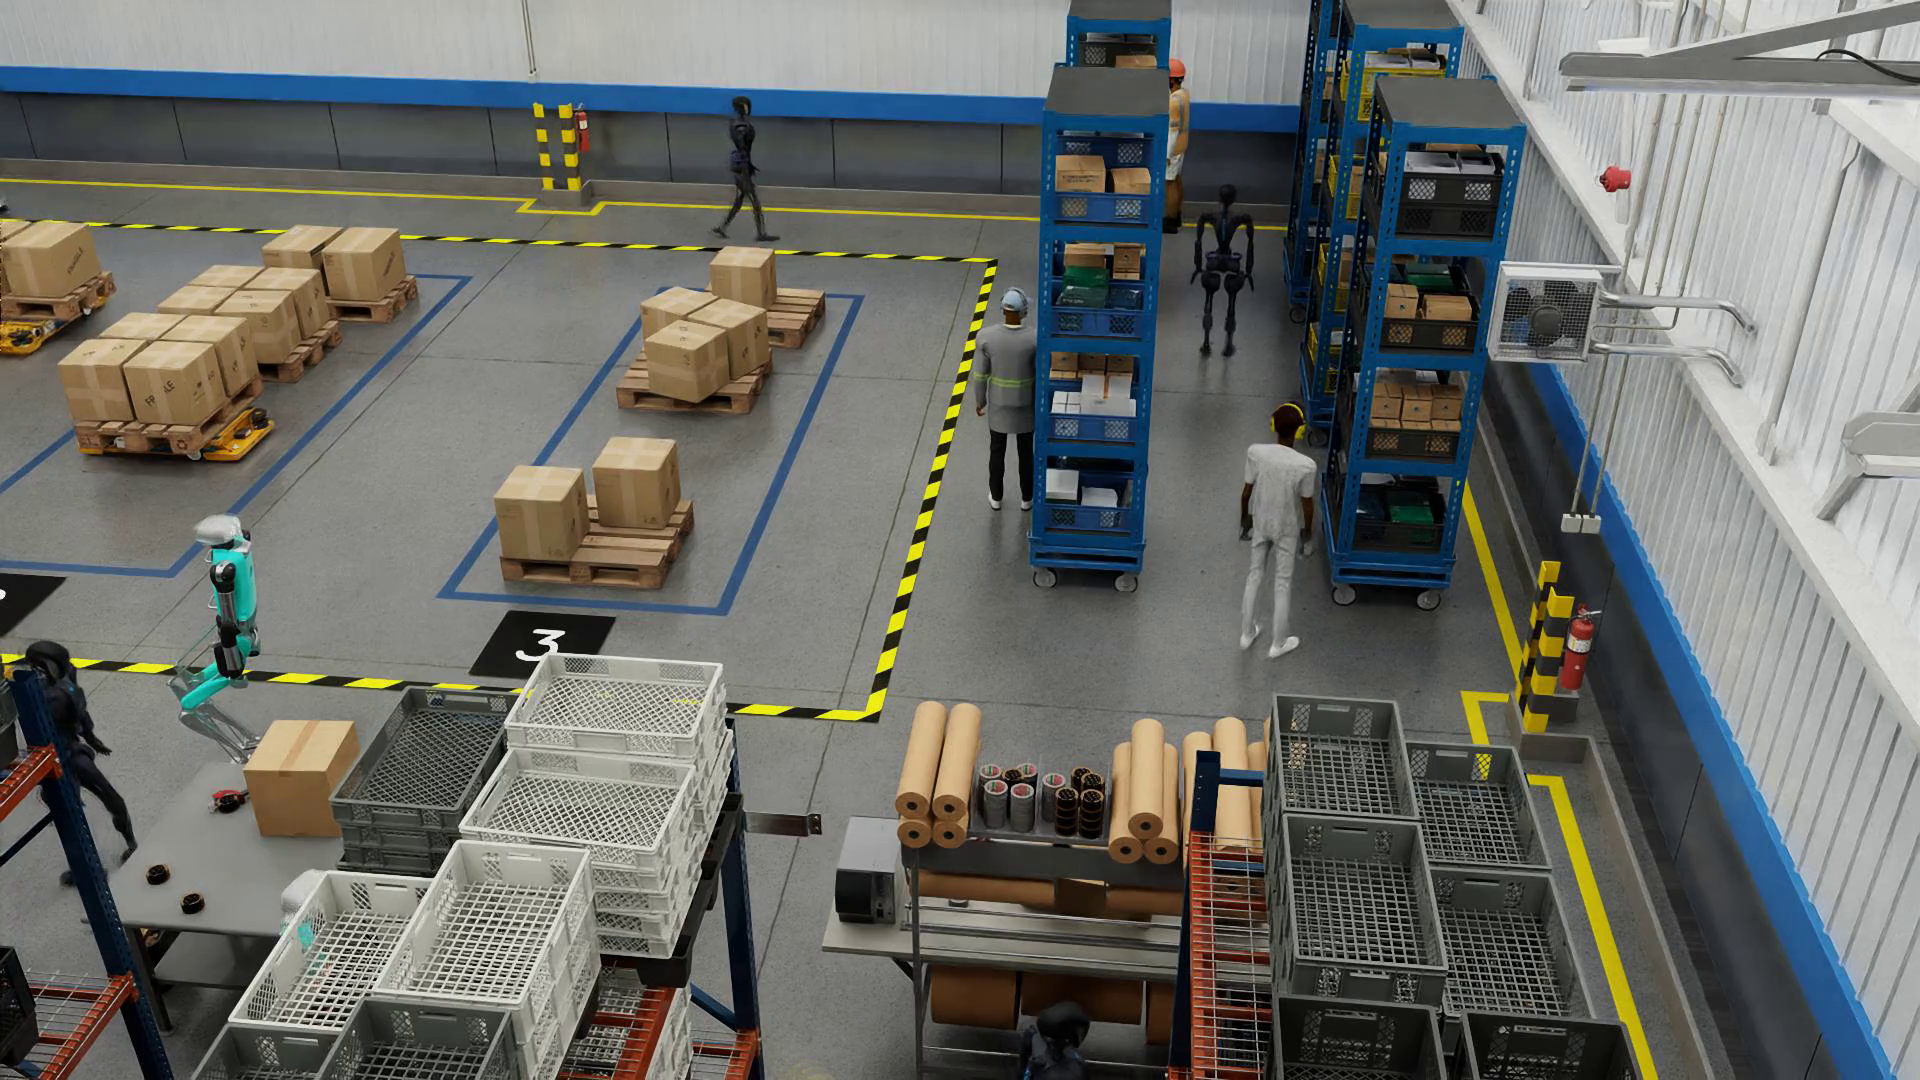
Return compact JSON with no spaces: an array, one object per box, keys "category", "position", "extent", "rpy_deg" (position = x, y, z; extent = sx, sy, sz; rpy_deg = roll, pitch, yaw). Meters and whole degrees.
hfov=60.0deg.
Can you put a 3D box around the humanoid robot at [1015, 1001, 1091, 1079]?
[{"category":"humanoid robot","position":[0.348,2.548,6.937],"extent":[0.767,1.623,0.601],"rpy_deg":[-14,33,-22]}]

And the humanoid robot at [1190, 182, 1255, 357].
[{"category":"humanoid robot","position":[2.468,-2.542,15.627],"extent":[0.607,1.656,0.310],"rpy_deg":[6,31,10]}]

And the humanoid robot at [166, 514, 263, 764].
[{"category":"humanoid robot","position":[-4.517,0.631,10.002],"extent":[0.735,1.673,0.533],"rpy_deg":[-5,31,-8]}]

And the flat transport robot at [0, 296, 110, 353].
[{"category":"flat transport robot","position":[-9.139,-2.231,16.478],"extent":[0.652,0.197,1.431],"rpy_deg":[3,30,6]}]

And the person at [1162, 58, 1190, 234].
[{"category":"person","position":[2.347,-4.388,18.552],"extent":[0.372,1.934,0.550],"rpy_deg":[10,32,17]}]

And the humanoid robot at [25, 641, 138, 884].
[{"category":"humanoid robot","position":[-4.887,1.228,9.174],"extent":[0.545,1.634,0.607],"rpy_deg":[-3,30,-6]}]

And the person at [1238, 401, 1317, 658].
[{"category":"person","position":[2.130,-0.066,11.201],"extent":[0.530,1.864,0.309],"rpy_deg":[17,34,27]}]

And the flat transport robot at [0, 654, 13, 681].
[{"category":"flat transport robot","position":[-7.142,0.969,11.010],"extent":[1.431,0.231,0.659],"rpy_deg":[3,30,6]}]

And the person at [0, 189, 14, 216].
[{"category":"person","position":[-11.363,-4.550,18.990],"extent":[0.896,1.774,0.596],"rpy_deg":[20,36,30]}]

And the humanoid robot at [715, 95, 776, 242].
[{"category":"humanoid robot","position":[-2.408,-4.093,18.349],"extent":[0.517,1.677,0.604],"rpy_deg":[-2,30,-3]}]

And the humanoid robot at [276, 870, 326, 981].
[{"category":"humanoid robot","position":[-2.477,2.255,7.415],"extent":[0.903,1.829,0.539],"rpy_deg":[5,31,8]}]

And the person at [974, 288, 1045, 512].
[{"category":"person","position":[0.410,-1.100,12.988],"extent":[0.597,1.850,0.397],"rpy_deg":[3,30,5]}]

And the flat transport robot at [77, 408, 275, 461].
[{"category":"flat transport robot","position":[-6.728,-0.944,14.268],"extent":[1.431,0.197,0.652],"rpy_deg":[3,30,6]}]

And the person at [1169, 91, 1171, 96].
[{"category":"person","position":[2.129,-4.396,18.656],"extent":[0.564,1.846,0.391],"rpy_deg":[-19,35,-29]}]

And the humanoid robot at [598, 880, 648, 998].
[{"category":"humanoid robot","position":[-1.765,1.621,8.474],"extent":[0.315,1.657,0.599],"rpy_deg":[-23,37,-34]}]
